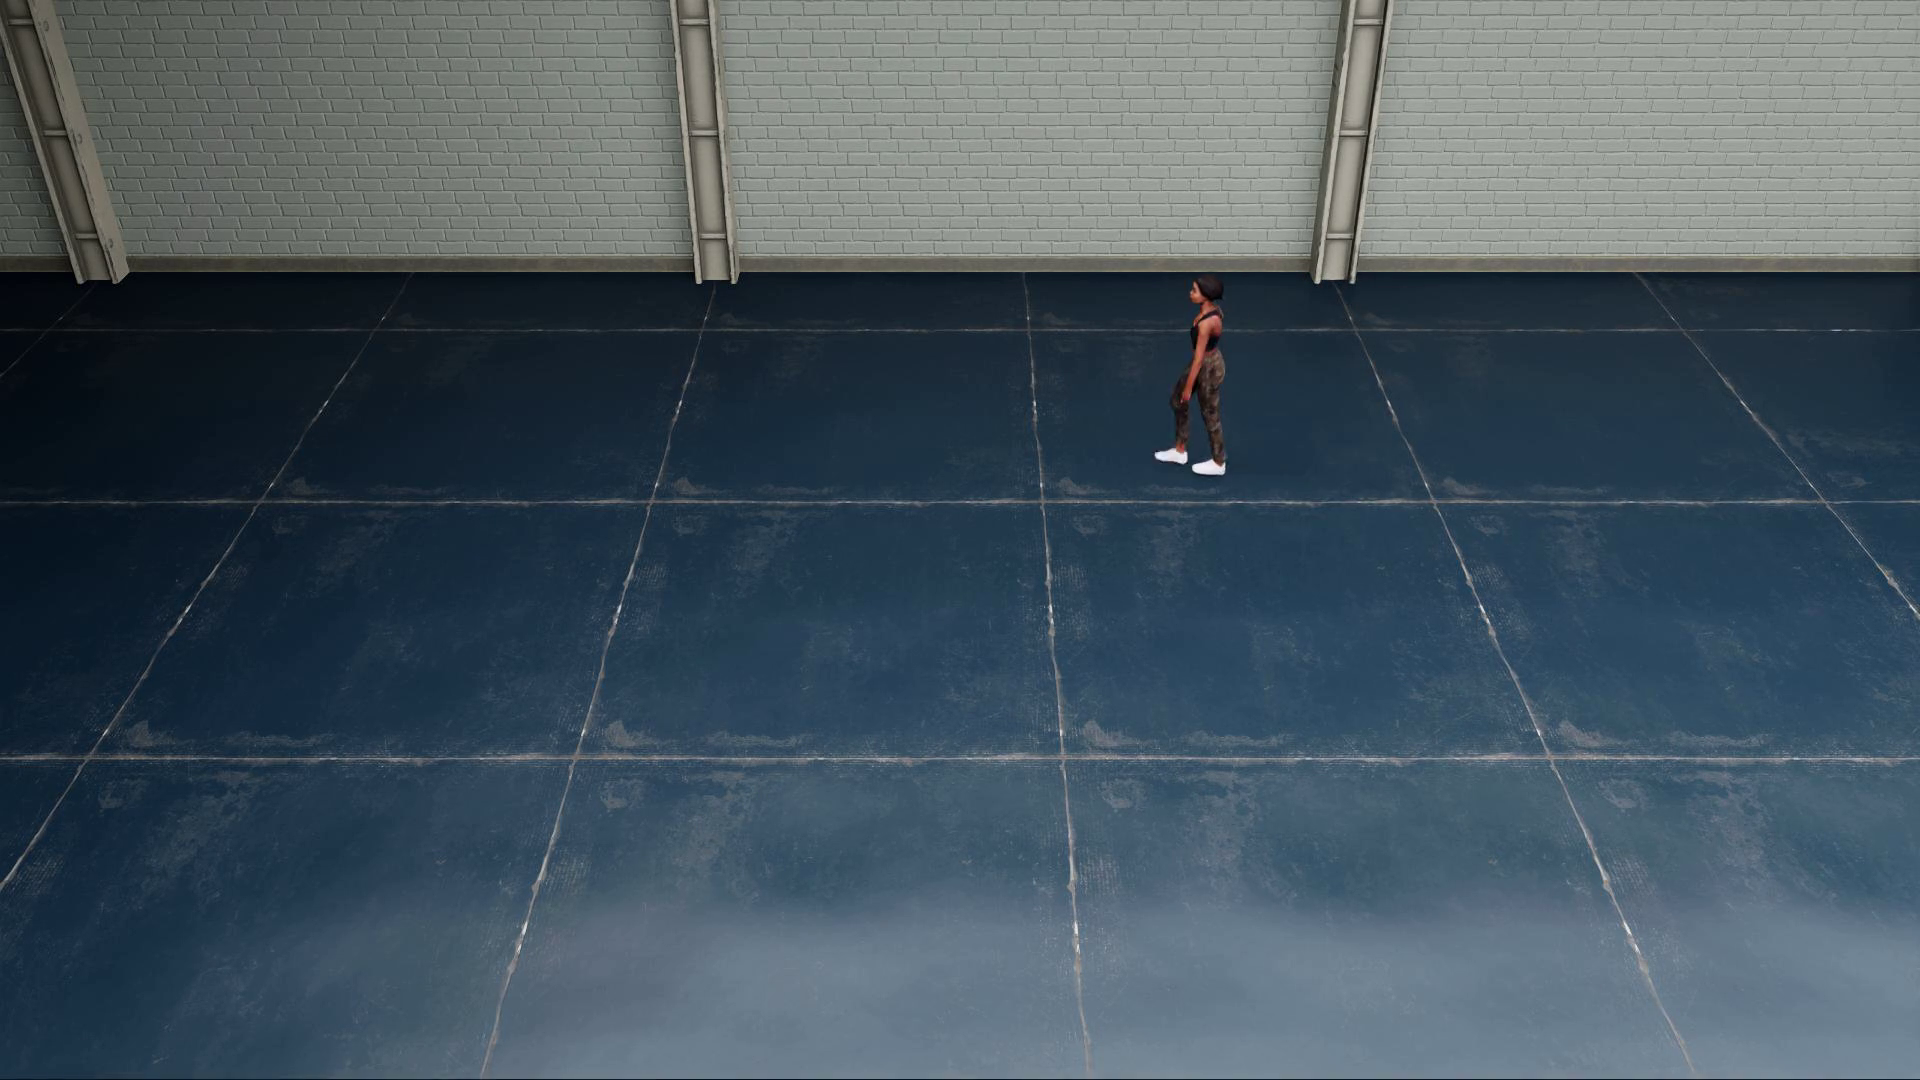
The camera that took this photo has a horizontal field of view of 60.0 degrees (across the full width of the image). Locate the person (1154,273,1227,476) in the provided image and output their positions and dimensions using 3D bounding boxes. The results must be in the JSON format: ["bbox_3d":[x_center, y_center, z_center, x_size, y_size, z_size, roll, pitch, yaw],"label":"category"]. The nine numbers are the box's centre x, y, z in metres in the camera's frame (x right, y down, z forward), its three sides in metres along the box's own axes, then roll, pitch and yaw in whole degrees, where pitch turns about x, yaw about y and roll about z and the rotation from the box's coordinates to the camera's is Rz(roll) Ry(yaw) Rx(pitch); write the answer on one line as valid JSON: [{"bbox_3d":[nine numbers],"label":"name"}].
[{"bbox_3d":[1.951,-1.231,12.647,0.841,1.673,0.676,6,33,9],"label":"person"}]
